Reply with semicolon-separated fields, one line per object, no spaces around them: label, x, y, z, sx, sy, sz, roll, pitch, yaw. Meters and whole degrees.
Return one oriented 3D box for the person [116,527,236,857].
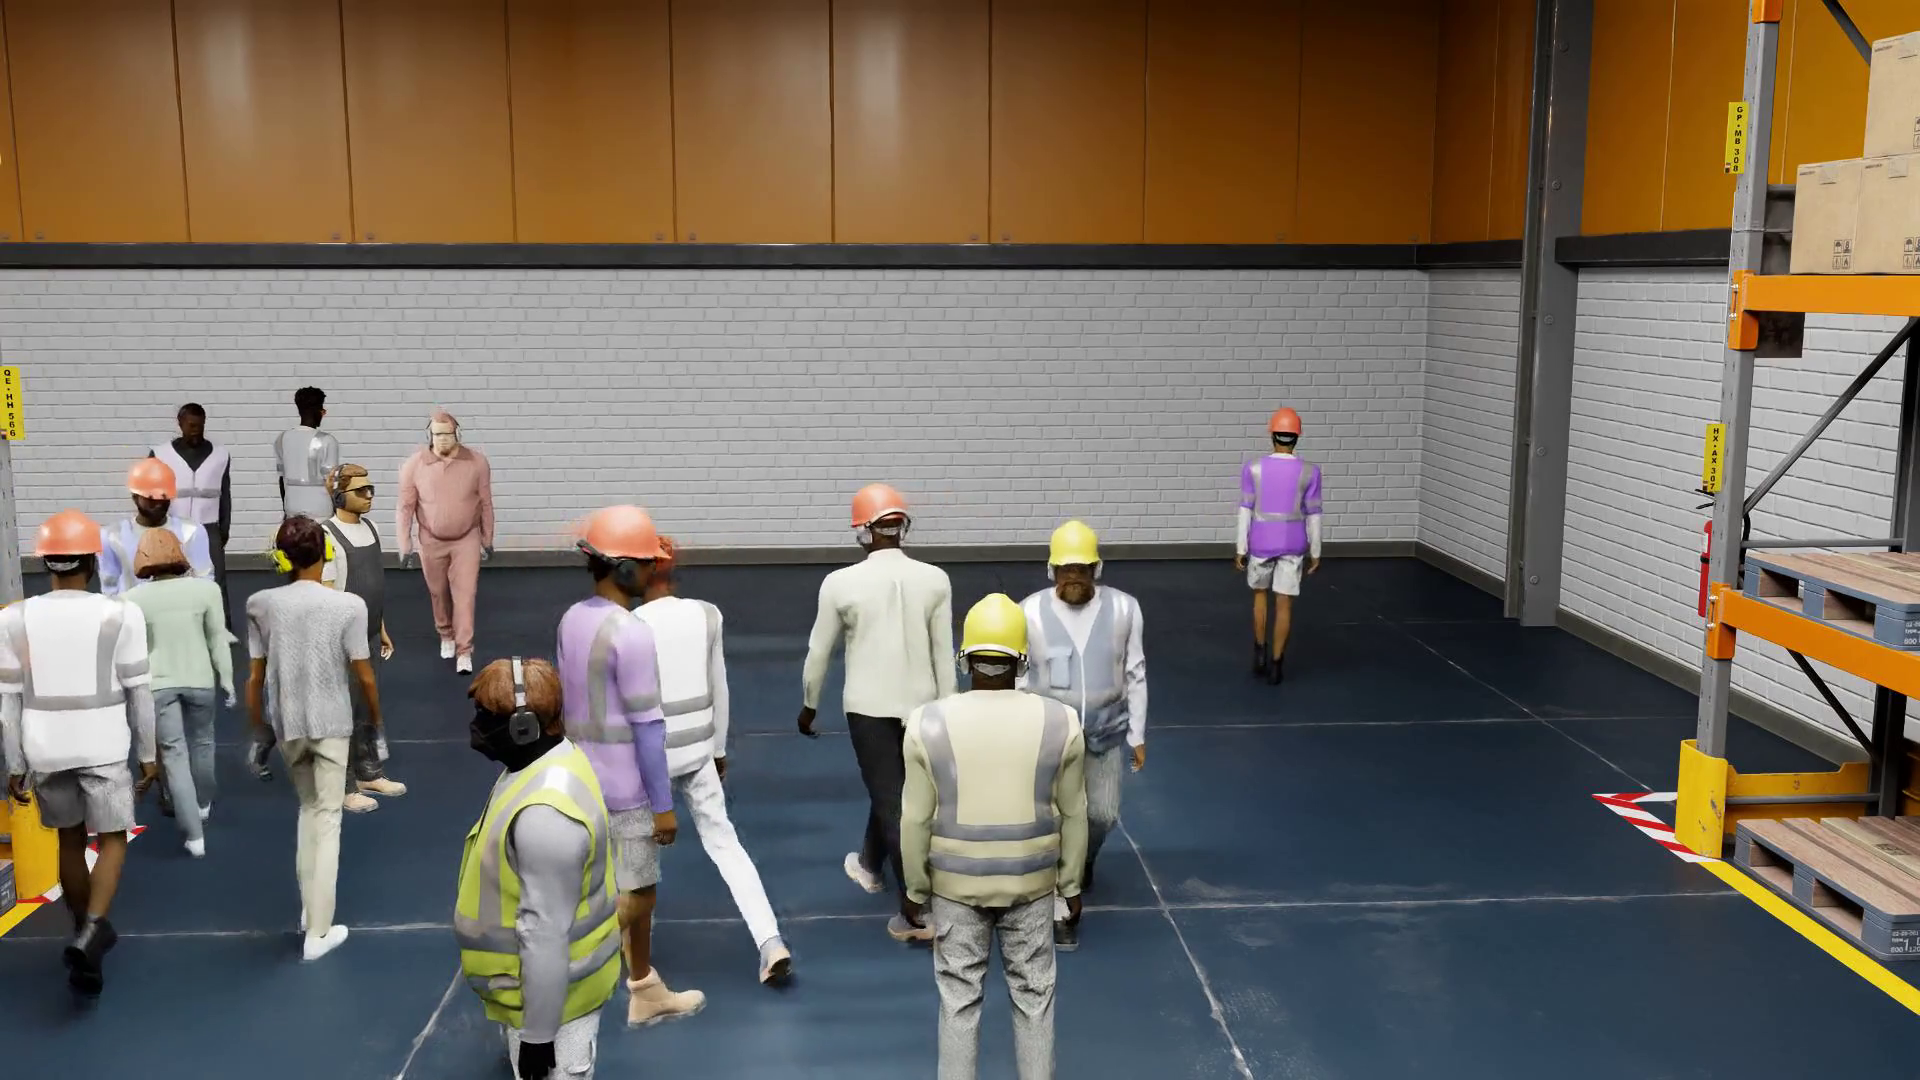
person;-3.922;0.722;8.291;0.513;1.588;0.834;-6;11;-33

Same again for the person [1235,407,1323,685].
person;2.248;0.030;11.654;0.585;1.913;0.702;3;9;16

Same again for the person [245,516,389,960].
person;-2.679;0.809;7.003;0.550;1.837;0.583;0;9;1

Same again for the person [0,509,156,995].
person;-3.502;0.845;6.584;0.553;1.915;0.793;-2;9;-14

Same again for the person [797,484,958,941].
person;-0.317;0.730;7.282;0.618;1.933;1.068;-5;10;-27

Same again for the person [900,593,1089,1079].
person;0.108;1.078;5.342;0.600;1.831;0.404;-1;9;-3

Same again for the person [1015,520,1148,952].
person;0.501;0.790;7.200;0.592;1.814;0.726;0;9;-3

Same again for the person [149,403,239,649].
person;-5.756;-0.084;12.530;0.604;1.869;0.994;-6;11;-34

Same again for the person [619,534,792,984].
person;-1.110;0.873;6.676;0.583;1.832;1.047;-9;13;-44

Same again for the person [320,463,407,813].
person;-3.216;0.511;8.859;0.345;1.846;0.506;2;9;13

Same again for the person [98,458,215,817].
person;-4.341;0.474;8.997;0.559;1.899;0.929;-7;11;-36

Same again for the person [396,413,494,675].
person;-3.708;0.008;12.006;0.666;1.853;1.016;-2;9;-15

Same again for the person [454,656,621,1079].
person;-1.139;1.213;4.512;0.431;1.836;0.619;-3;9;-16

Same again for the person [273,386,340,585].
person;-5.172;-0.250;13.293;0.606;1.957;0.376;4;10;22

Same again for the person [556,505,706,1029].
person;-1.316;0.878;6.030;0.779;2.016;0.599;-6;11;-32
